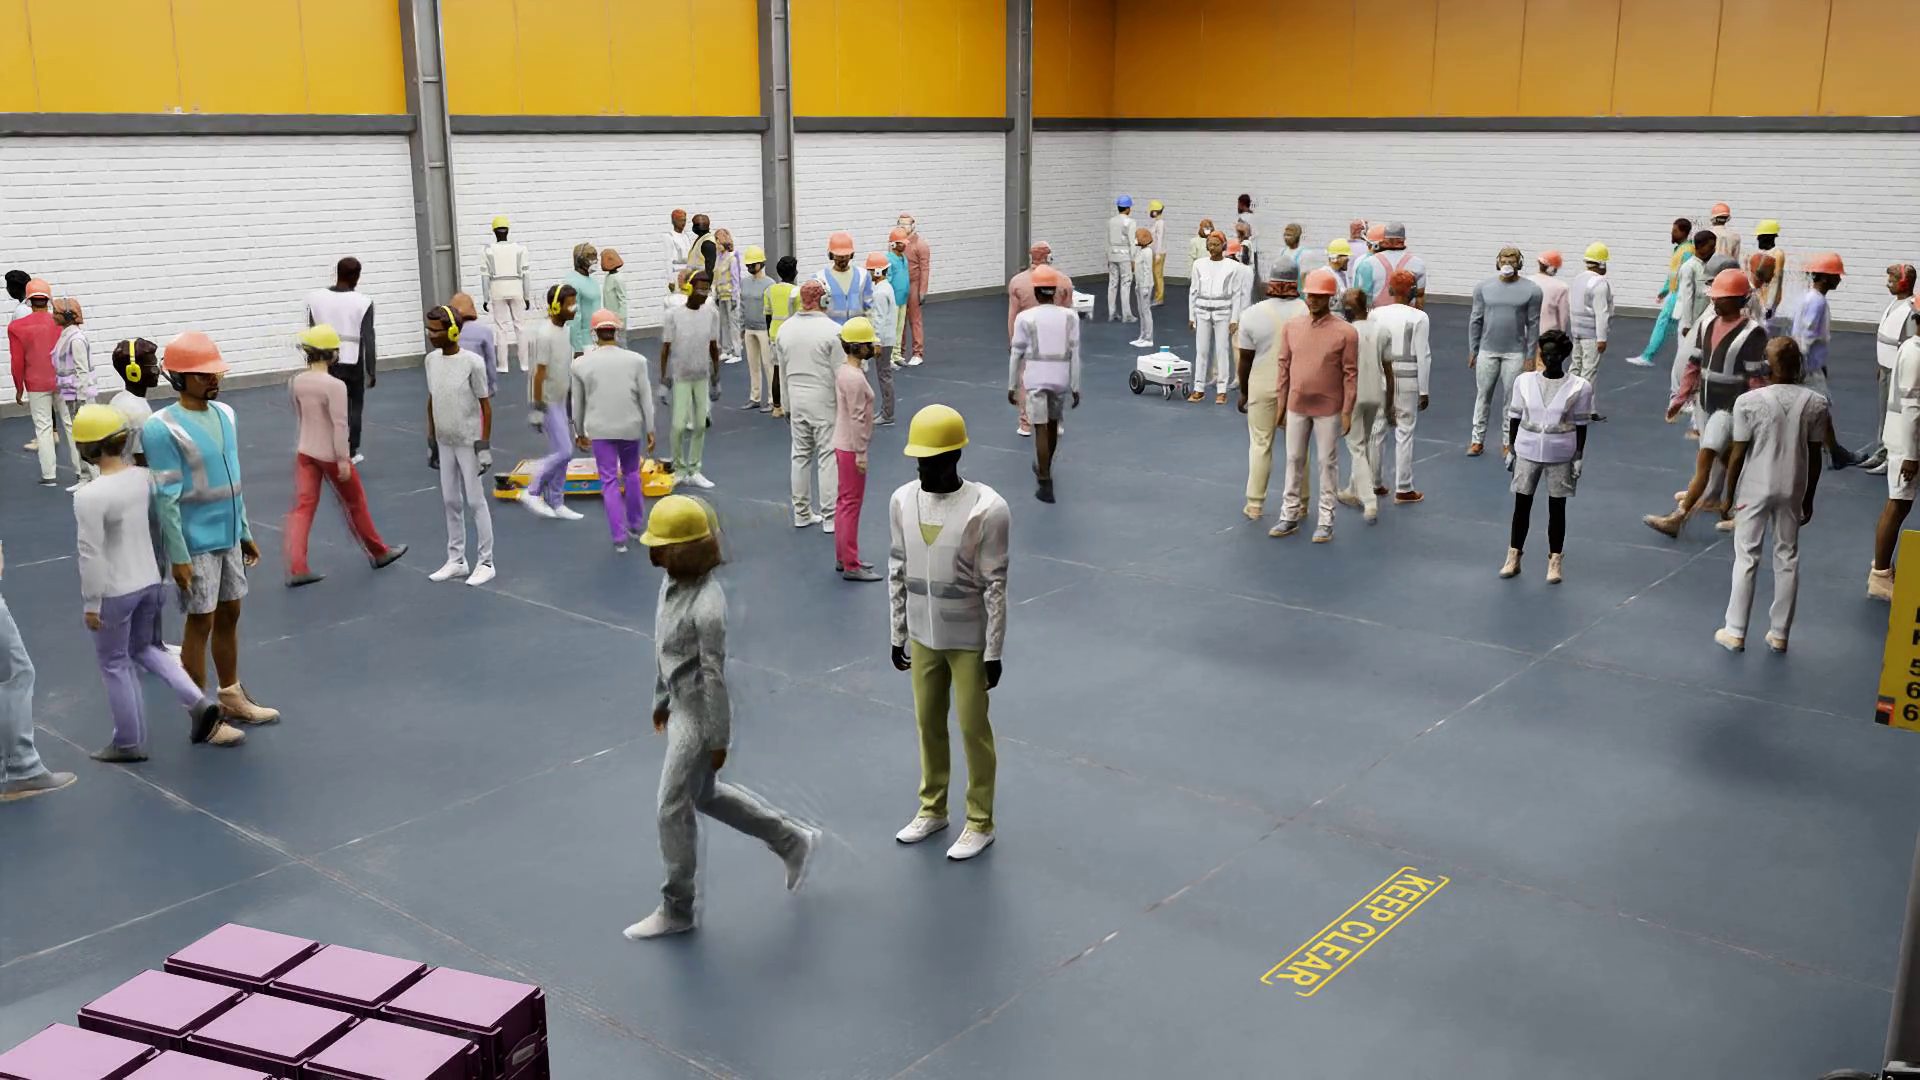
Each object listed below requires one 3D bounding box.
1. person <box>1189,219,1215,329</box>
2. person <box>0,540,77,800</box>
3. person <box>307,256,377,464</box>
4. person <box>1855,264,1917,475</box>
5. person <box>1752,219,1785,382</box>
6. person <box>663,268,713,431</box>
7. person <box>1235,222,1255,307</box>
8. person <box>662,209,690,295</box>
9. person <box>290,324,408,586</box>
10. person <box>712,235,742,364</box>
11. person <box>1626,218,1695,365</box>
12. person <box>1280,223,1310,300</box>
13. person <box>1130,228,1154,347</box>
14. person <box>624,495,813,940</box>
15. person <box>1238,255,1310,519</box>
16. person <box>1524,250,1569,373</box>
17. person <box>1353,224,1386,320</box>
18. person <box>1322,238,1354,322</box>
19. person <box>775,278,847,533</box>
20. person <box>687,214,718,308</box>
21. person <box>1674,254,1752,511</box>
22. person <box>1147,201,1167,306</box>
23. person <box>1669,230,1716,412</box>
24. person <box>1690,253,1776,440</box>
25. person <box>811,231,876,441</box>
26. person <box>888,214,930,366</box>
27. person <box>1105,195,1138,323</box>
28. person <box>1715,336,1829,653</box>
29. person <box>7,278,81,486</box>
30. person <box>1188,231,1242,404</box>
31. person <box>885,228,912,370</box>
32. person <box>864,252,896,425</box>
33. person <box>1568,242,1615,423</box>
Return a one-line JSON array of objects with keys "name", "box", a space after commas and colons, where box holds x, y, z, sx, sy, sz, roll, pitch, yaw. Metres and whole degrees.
[{"name": "person", "box": [3.666, -3.984, 24.919, 0.507, 1.631, 0.266, -3, 14, -10]}, {"name": "person", "box": [-4.480, 0.262, 7.318, 0.624, 1.969, 0.825, 11, 17, 36]}, {"name": "person", "box": [-5.479, -1.556, 14.721, 0.652, 1.875, 0.636, 0, 14, -1]}, {"name": "person", "box": [8.166, -1.477, 14.490, 0.388, 1.837, 0.563, 3, 14, 12]}, {"name": "person", "box": [9.549, -2.840, 19.789, 0.393, 1.916, 0.586, 1, 14, 6]}, {"name": "person", "box": [-2.703, -1.905, 16.628, 0.511, 1.625, 0.377, -4, 15, -15]}, {"name": "person", "box": [4.104, -3.770, 24.058, 0.315, 1.636, 0.514, 3, 14, 11]}, {"name": "person", "box": [-3.835, -3.576, 22.791, 0.356, 1.880, 0.573, 5, 15, 20]}, {"name": "person", "box": [-4.201, -0.588, 11.162, 0.543, 1.711, 0.895, 8, 16, 30]}, {"name": "person", "box": [-2.980, -3.089, 21.329, 0.314, 1.641, 0.515, -9, 17, -32]}, {"name": "person", "box": [9.083, -3.115, 20.989, 1.022, 1.870, 0.596, 5, 15, 19]}, {"name": "person", "box": [4.109, -3.002, 20.597, 0.427, 1.830, 0.505, -9, 17, -33]}, {"name": "person", "box": [2.522, -3.479, 22.922, 0.280, 1.625, 0.493, -2, 14, -6]}, {"name": "person", "box": [-0.923, 0.647, 6.241, 0.697, 1.713, 0.493, -5, 15, -20]}, {"name": "person", "box": [2.472, -1.179, 12.883, 0.674, 2.000, 0.535, 1, 14, 5]}, {"name": "person", "box": [6.232, -2.250, 17.865, 0.599, 1.702, 0.653, 10, 17, 34]}, {"name": "person", "box": [4.351, -2.334, 17.614, 0.407, 1.987, 0.615, 4, 15, 17]}, {"name": "person", "box": [4.019, -2.332, 17.946, 0.405, 1.824, 0.585, 10, 17, 35]}, {"name": "person", "box": [-1.069, -1.005, 12.487, 0.645, 1.901, 0.400, 10, 17, 34]}, {"name": "person", "box": [-3.462, -3.464, 22.425, 0.429, 1.842, 0.626, -5, 15, -20]}, {"name": "person", "box": [5.947, -1.256, 13.192, 0.535, 2.000, 0.679, 4, 15, 15]}, {"name": "person", "box": [3.311, -4.825, 28.027, 0.355, 1.759, 0.531, 0, 14, -1]}, {"name": "person", "box": [7.845, -2.346, 17.800, 0.391, 1.919, 0.593, 12, 18, 39]}, {"name": "person", "box": [7.511, -1.790, 15.755, 1.018, 1.824, 0.595, 8, 16, 29]}, {"name": "person", "box": [-1.111, -1.933, 15.929, 0.614, 2.030, 0.409, -5, 15, -19]}, {"name": "person", "box": [-0.698, -3.174, 21.115, 0.651, 1.912, 0.410, 10, 17, 36]}, {"name": "person", "box": [2.504, -4.339, 25.699, 0.395, 1.949, 0.602, -12, 18, -40]}, {"name": "person", "box": [4.663, -0.251, 9.587, 0.505, 1.840, 0.346, 2, 14, 8]}, {"name": "person", "box": [-7.721, -1.339, 14.106, 0.572, 1.749, 0.340, -12, 18, -39]}, {"name": "person", "box": [2.778, -2.435, 18.227, 0.574, 1.882, 0.356, 6, 15, 23]}, {"name": "person", "box": [-0.773, -3.015, 20.804, 0.341, 1.750, 0.567, 7, 16, 25]}, {"name": "person", "box": [-0.822, -2.049, 16.964, 0.348, 1.745, 0.562, 0, 14, 0]}, {"name": "person", "box": [6.494, -2.132, 17.106, 0.404, 1.836, 0.598, -2, 14, -9]}]
